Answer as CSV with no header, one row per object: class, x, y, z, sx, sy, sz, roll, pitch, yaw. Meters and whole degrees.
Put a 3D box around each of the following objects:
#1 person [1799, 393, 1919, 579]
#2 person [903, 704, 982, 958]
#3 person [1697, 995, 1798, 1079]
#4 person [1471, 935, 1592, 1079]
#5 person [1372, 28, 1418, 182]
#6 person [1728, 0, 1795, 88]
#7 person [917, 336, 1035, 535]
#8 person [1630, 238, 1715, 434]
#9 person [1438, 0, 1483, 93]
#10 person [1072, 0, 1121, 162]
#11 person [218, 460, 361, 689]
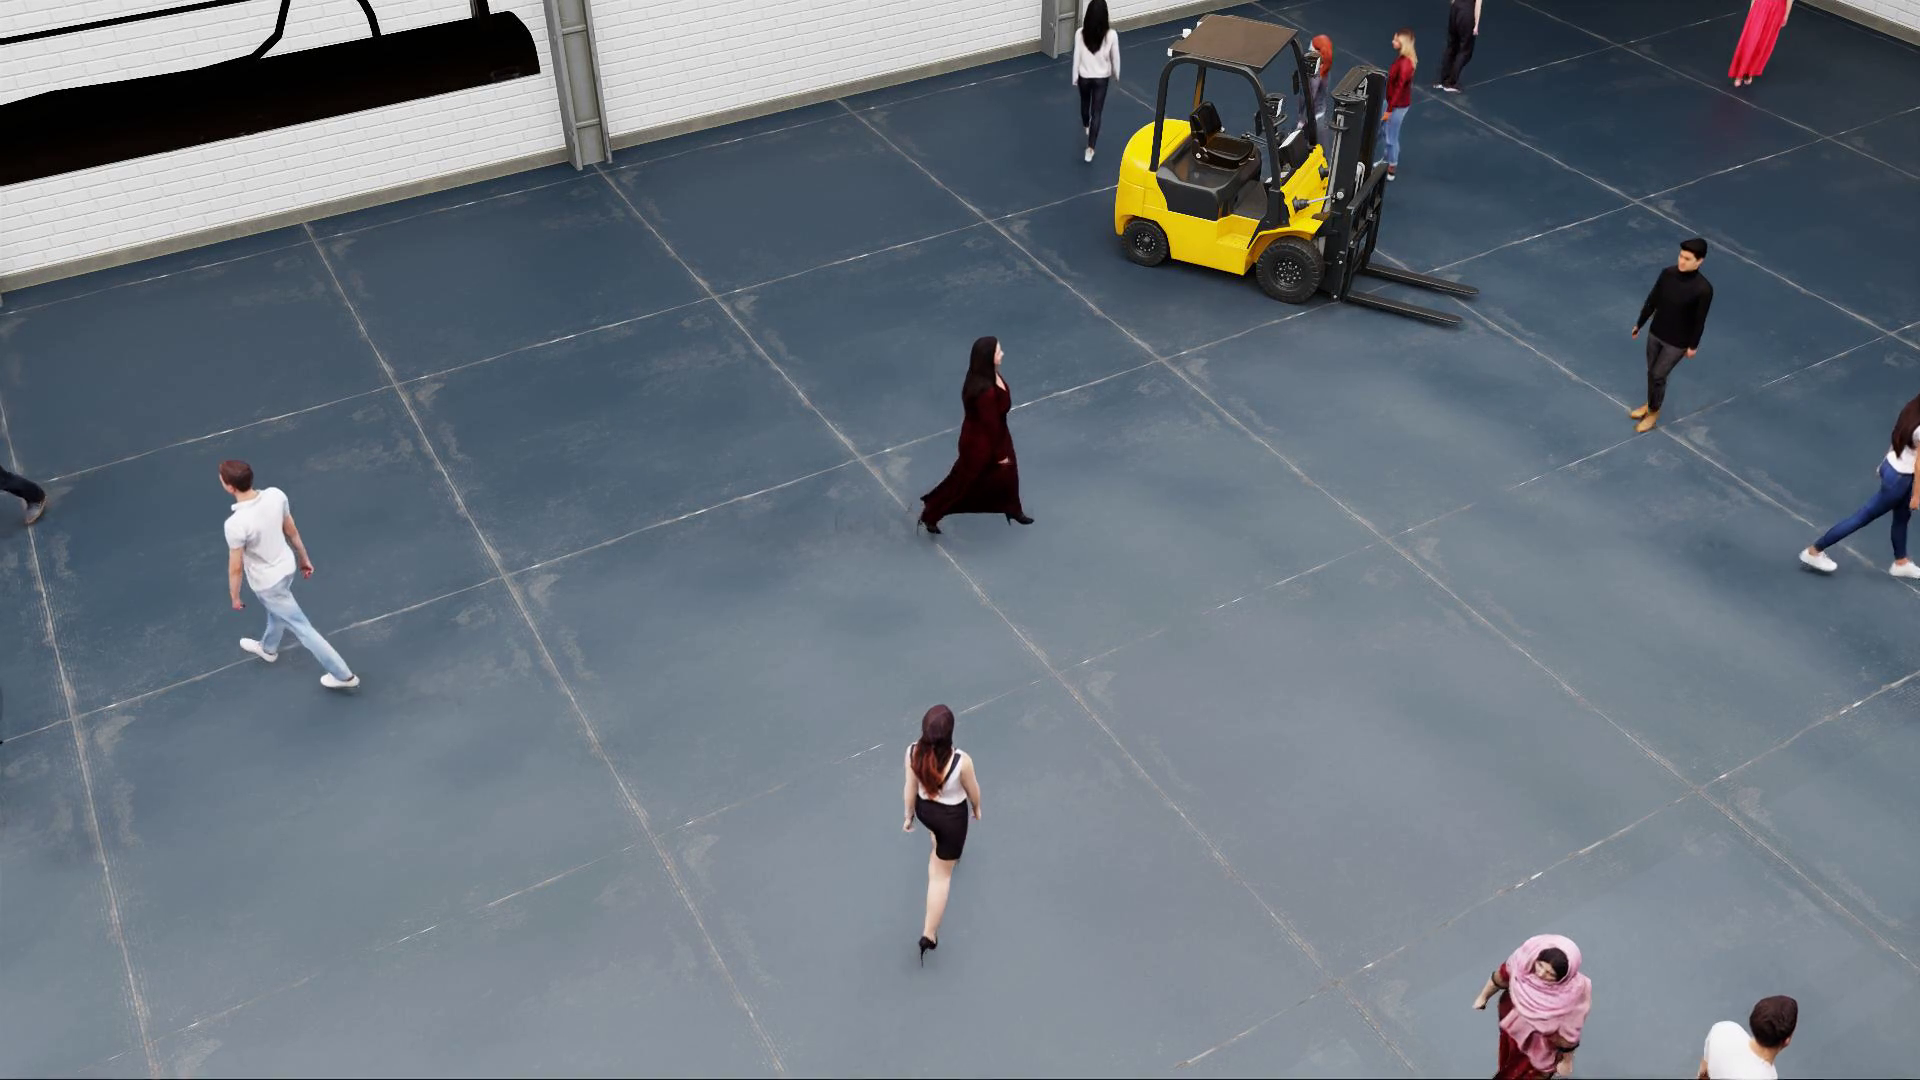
person,6.604,-0.425,11.916,1.158,1.725,1.122,11,40,14
person,-0.125,1.655,9.414,1.052,1.599,1.131,10,40,13
person,3.454,2.806,7.805,1.310,1.807,0.933,-7,39,-9
person,2.949,2.469,8.406,0.991,1.583,0.766,-13,40,-16
person,4.538,-4.442,17.028,0.762,1.623,0.715,6,39,7
person,9.204,-6.026,18.941,0.834,1.712,0.904,13,40,15
person,0.069,-0.697,12.269,1.227,1.711,1.039,1,39,1
person,5.836,-1.710,13.537,0.664,1.712,0.691,-14,41,-17
person,5.663,-5.933,18.799,0.530,1.744,0.612,-22,43,-25
person,1.402,-4.795,17.446,1.107,1.653,1.122,6,39,8
person,-4.443,0.283,10.971,1.262,1.799,1.245,12,40,14
